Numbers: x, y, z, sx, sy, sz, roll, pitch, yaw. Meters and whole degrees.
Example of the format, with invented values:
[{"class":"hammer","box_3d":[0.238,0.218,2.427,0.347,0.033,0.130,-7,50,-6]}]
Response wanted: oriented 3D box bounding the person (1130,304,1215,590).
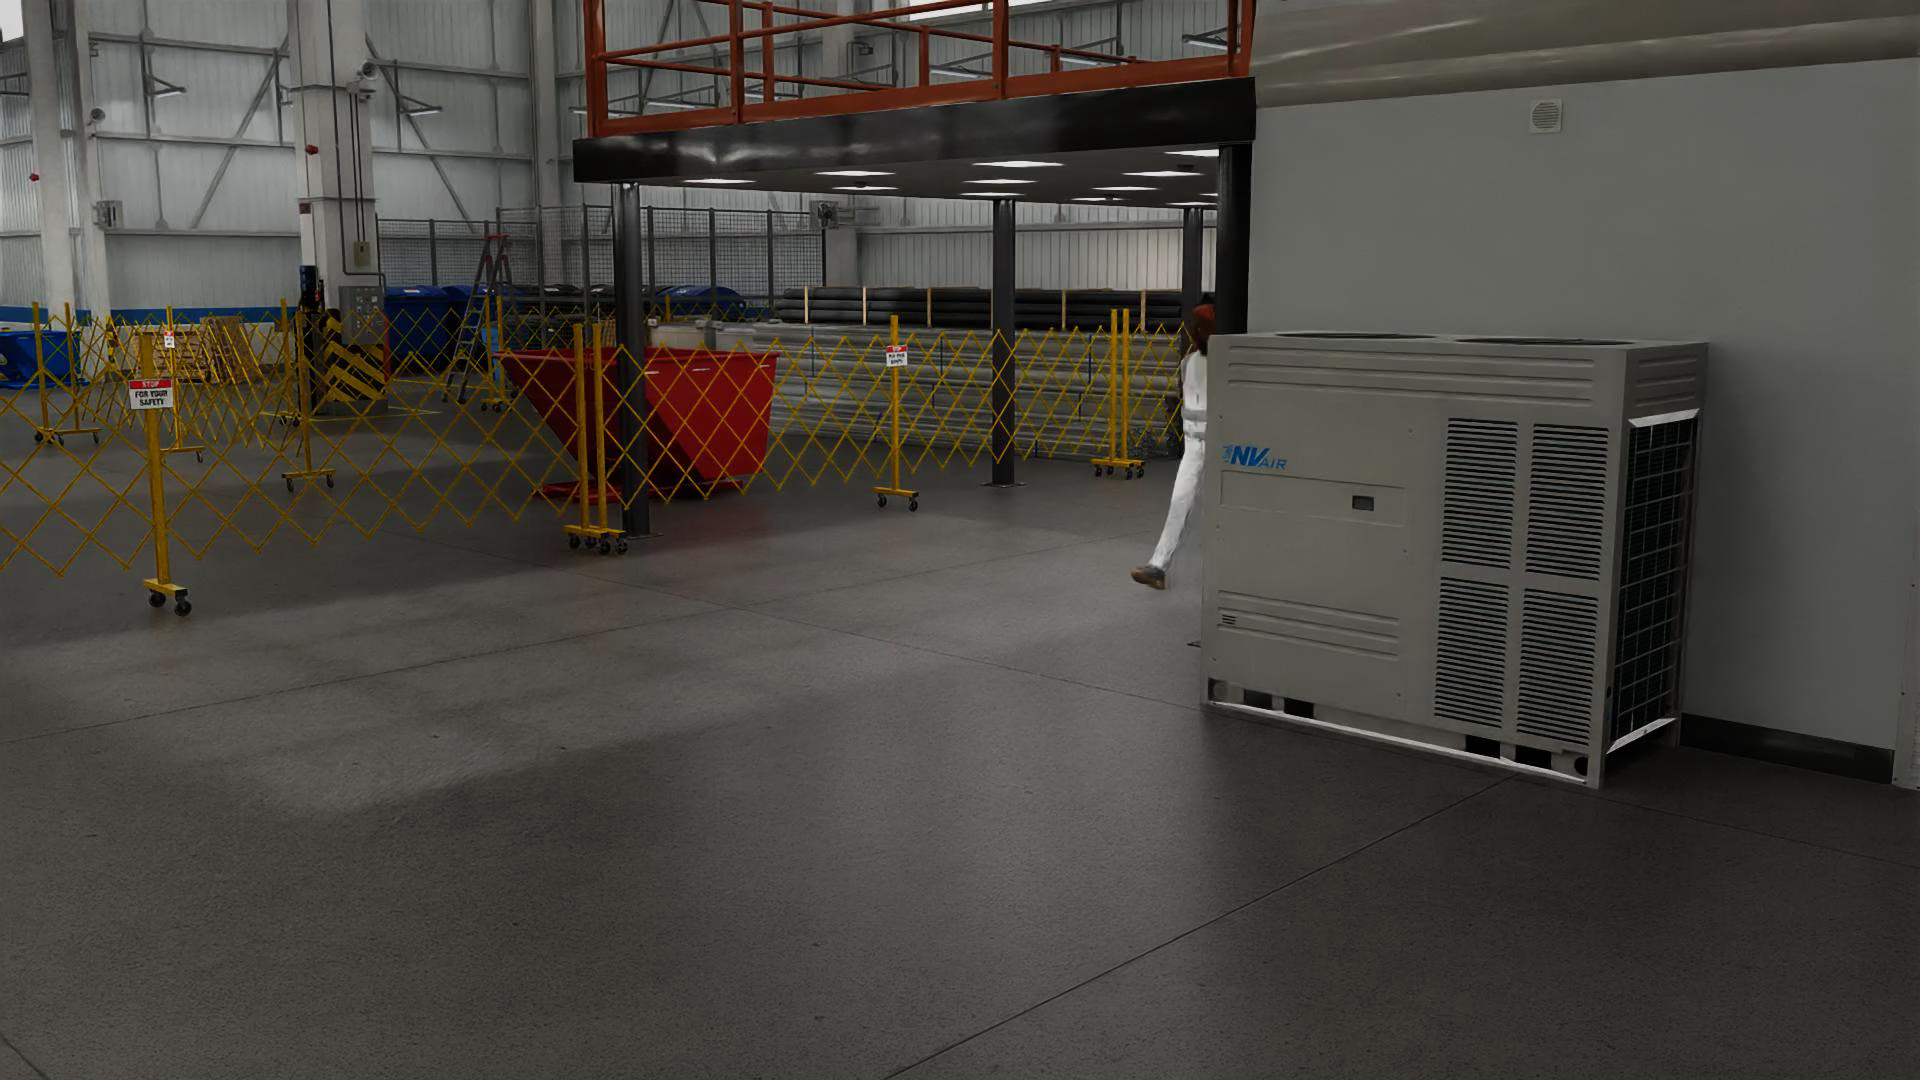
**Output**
[{"class":"person","box_3d":[1.533,-0.571,10.633,0.956,1.839,0.580,-8,12,-41]}]
